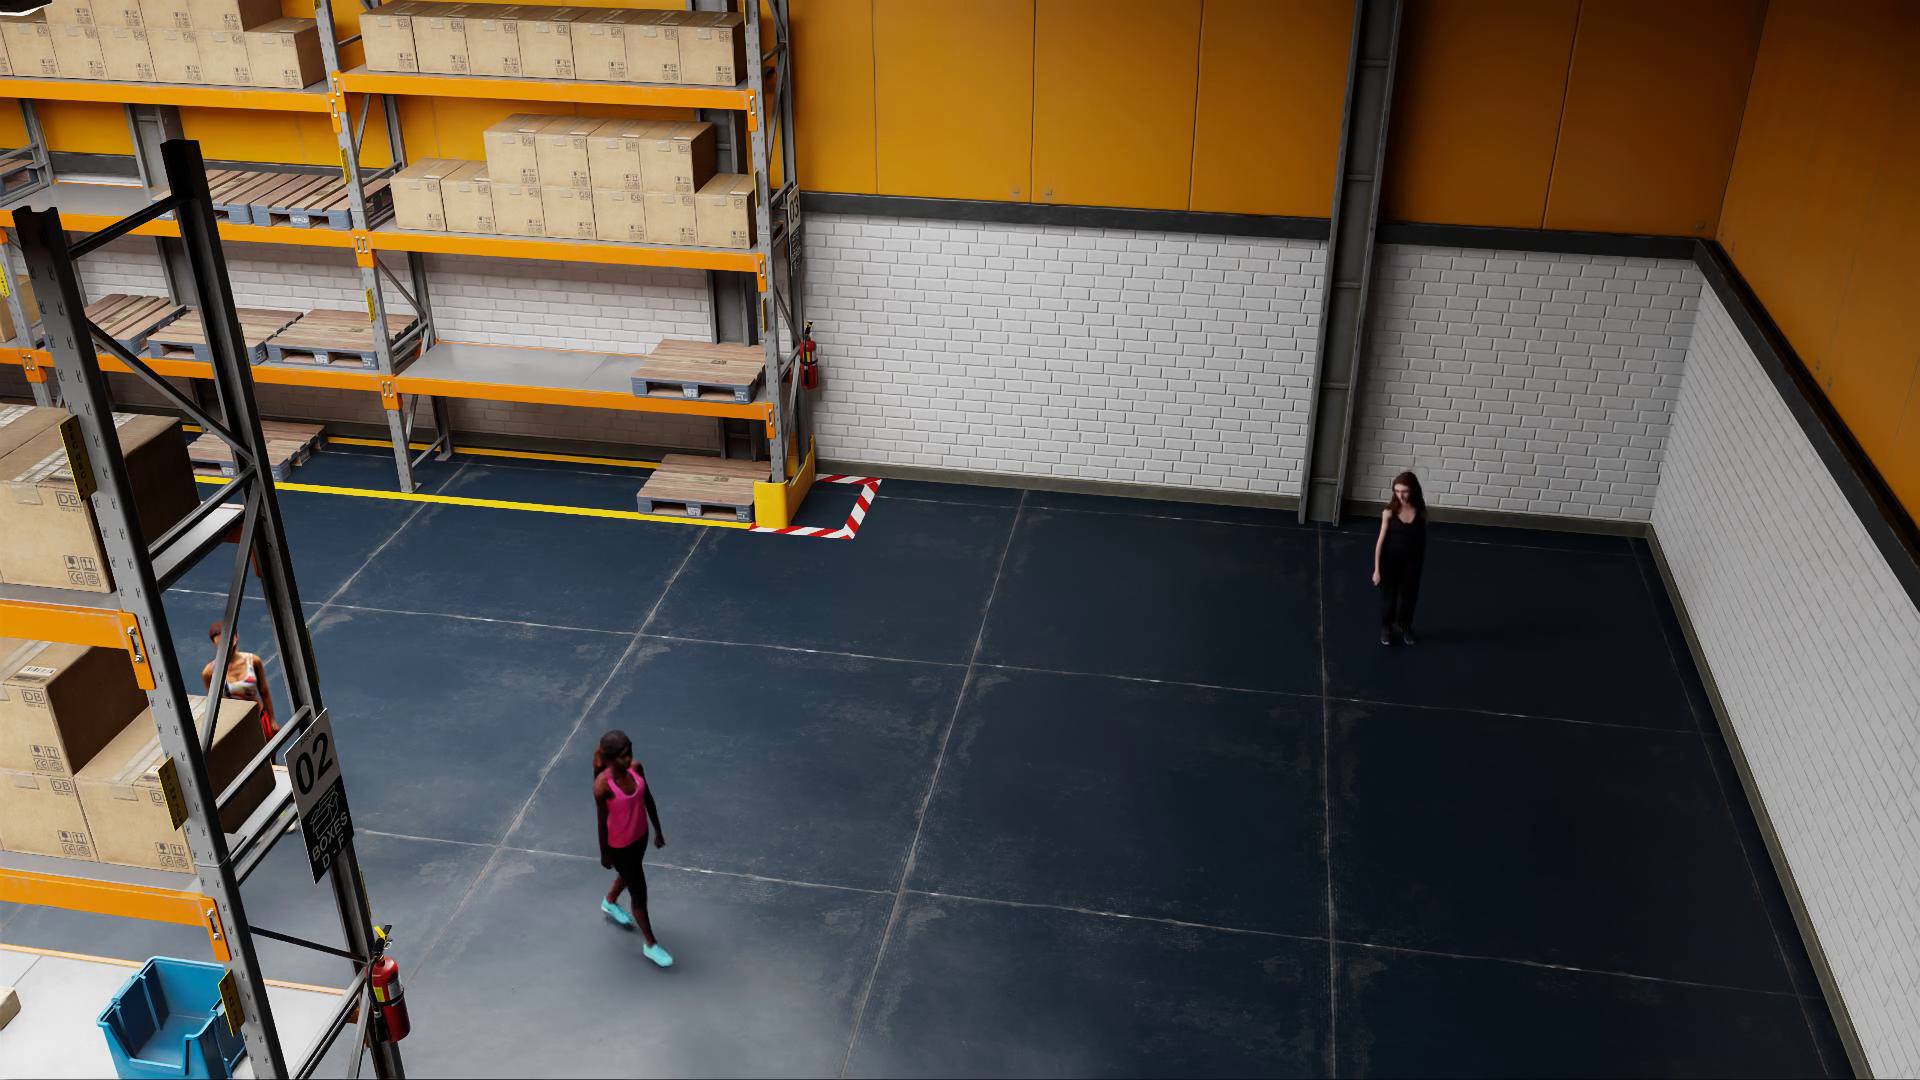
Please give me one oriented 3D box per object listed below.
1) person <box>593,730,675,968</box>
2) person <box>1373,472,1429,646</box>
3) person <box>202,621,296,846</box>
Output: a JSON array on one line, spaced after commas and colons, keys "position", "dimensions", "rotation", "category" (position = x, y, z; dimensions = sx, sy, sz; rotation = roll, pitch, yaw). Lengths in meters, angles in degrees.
[{"position": [-2.248, 1.946, 10.996], "dimensions": [1.073, 1.696, 0.860], "rotation": [20, 35, 33], "category": "person"}, {"position": [3.787, 0.152, 14.272], "dimensions": [0.581, 1.707, 0.708], "rotation": [-4, 29, -8], "category": "person"}, {"position": [-5.140, 1.356, 11.977], "dimensions": [0.672, 1.792, 0.733], "rotation": [-18, 33, -30], "category": "person"}]
